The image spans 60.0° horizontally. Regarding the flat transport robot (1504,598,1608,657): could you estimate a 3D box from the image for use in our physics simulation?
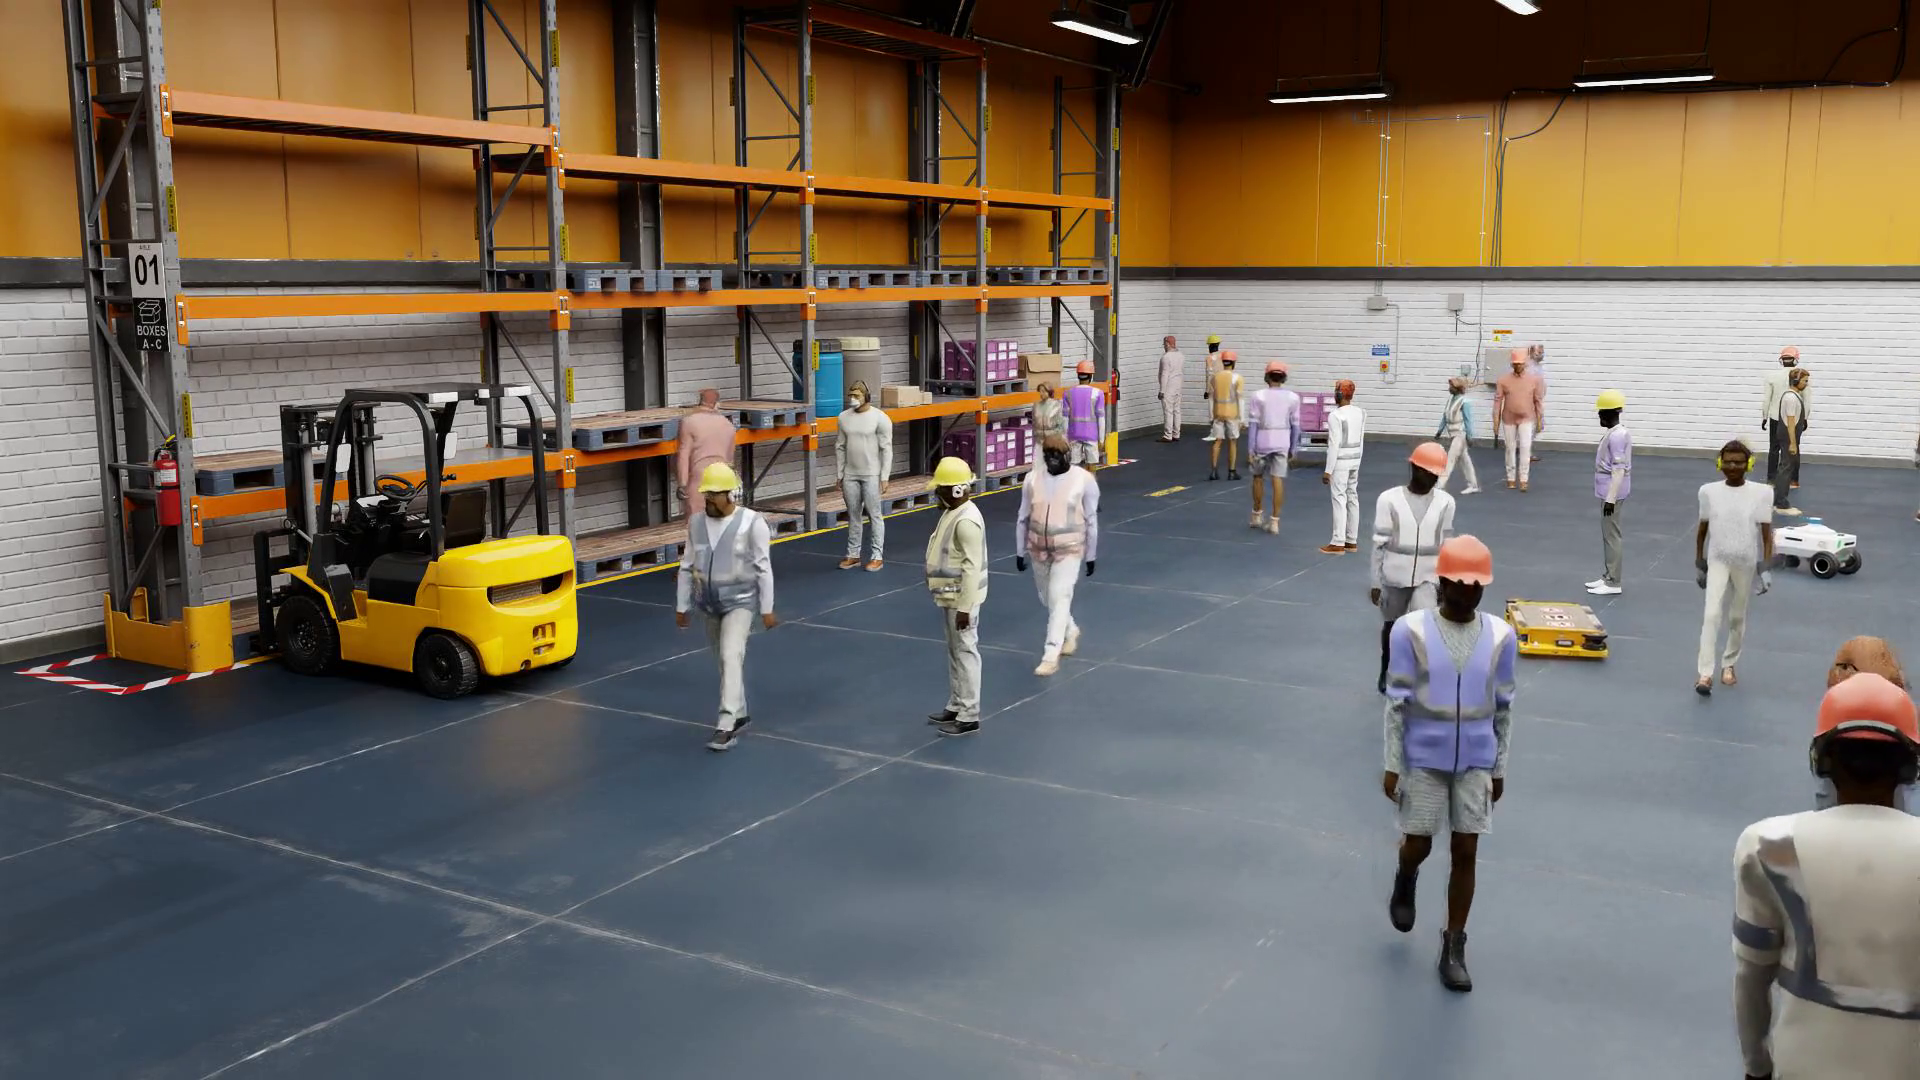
[{"bbox_3d":[4.849,0.706,13.579,0.652,0.197,1.431,2,9,13],"label":"flat transport robot"}]

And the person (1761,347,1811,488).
[{"bbox_3d":[11.595,-1.715,23.358,0.610,1.984,0.400,4,10,25],"label":"person"}]

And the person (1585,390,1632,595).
[{"bbox_3d":[6.091,-0.446,15.620,0.373,1.922,0.593,3,10,19],"label":"person"}]

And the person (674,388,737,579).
[{"bbox_3d":[-2.591,-0.560,16.534,0.787,1.869,0.399,-9,12,-43],"label":"person"}]

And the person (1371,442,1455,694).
[{"bbox_3d":[3.122,0.234,11.548,0.556,1.882,1.005,1,9,8],"label":"person"}]

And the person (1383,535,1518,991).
[{"bbox_3d":[2.088,0.913,7.143,0.558,1.926,0.631,0,9,3],"label":"person"}]

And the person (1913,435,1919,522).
[{"bbox_3d":[11.627,-1.031,19.646,0.531,1.806,1.007,0,9,3],"label":"person"}]

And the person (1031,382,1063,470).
[{"bbox_3d":[1.155,-1.282,21.856,0.512,1.598,0.859,5,10,29],"label":"person"}]

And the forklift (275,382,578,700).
[{"bbox_3d":[-3.974,-0.067,12.417,2.313,2.155,1.214,5,11,30],"label":"forklift"}]

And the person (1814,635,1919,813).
[{"bbox_3d":[3.503,1.170,6.522,0.498,1.613,0.362,-3,10,-17],"label":"person"}]

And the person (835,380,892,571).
[{"bbox_3d":[-0.982,-0.651,16.854,0.633,1.938,0.356,5,10,28],"label":"person"}]

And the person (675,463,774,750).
[{"bbox_3d":[-1.557,0.419,10.581,0.629,1.801,0.778,4,10,25],"label":"person"}]

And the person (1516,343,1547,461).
[{"bbox_3d":[9.210,-2.203,26.677,0.431,1.891,0.683,4,10,22],"label":"person"}]

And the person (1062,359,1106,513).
[{"bbox_3d":[1.563,-1.299,20.912,0.551,1.932,0.378,3,9,16],"label":"person"}]

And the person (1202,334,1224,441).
[{"bbox_3d":[4.570,-2.740,29.937,0.386,1.922,0.594,8,12,41],"label":"person"}]

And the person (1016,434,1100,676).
[{"bbox_3d":[0.756,0.074,12.758,0.635,1.809,0.909,5,10,28],"label":"person"}]

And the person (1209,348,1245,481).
[{"bbox_3d":[3.889,-1.818,24.159,0.554,1.937,0.381,7,11,35],"label":"person"}]

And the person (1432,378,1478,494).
[{"bbox_3d":[6.720,-1.398,22.586,0.845,1.595,0.521,-1,9,-5],"label":"person"}]

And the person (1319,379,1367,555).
[{"bbox_3d":[4.108,-0.783,17.856,0.573,1.883,0.356,-8,12,-41],"label":"person"}]

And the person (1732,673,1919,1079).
[{"bbox_3d":[2.308,1.338,4.266,0.644,1.994,0.855,4,10,25],"label":"person"}]

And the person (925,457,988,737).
[{"bbox_3d":[-0.025,0.366,10.845,0.404,1.832,0.592,-1,9,-9],"label":"person"}]

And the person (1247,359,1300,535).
[{"bbox_3d":[3.612,-1.094,19.403,0.627,2.008,0.848,-1,9,-3],"label":"person"}]

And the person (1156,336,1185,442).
[{"bbox_3d":[3.741,-2.693,29.718,0.409,1.904,0.640,7,12,38],"label":"person"}]

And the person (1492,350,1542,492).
[{"bbox_3d":[7.680,-1.639,22.951,0.660,1.949,0.957,3,10,18],"label":"person"}]

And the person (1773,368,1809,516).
[{"bbox_3d":[10.362,-1.223,20.735,0.346,1.841,0.505,3,10,21],"label":"person"}]

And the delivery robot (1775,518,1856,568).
[{"bbox_3d":[8.564,0.022,16.671,0.477,0.478,0.707,-6,11,-33],"label":"delivery robot"}]

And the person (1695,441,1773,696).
[{"bbox_3d":[5.522,0.205,11.898,0.516,1.821,0.979,4,10,25],"label":"person"}]
